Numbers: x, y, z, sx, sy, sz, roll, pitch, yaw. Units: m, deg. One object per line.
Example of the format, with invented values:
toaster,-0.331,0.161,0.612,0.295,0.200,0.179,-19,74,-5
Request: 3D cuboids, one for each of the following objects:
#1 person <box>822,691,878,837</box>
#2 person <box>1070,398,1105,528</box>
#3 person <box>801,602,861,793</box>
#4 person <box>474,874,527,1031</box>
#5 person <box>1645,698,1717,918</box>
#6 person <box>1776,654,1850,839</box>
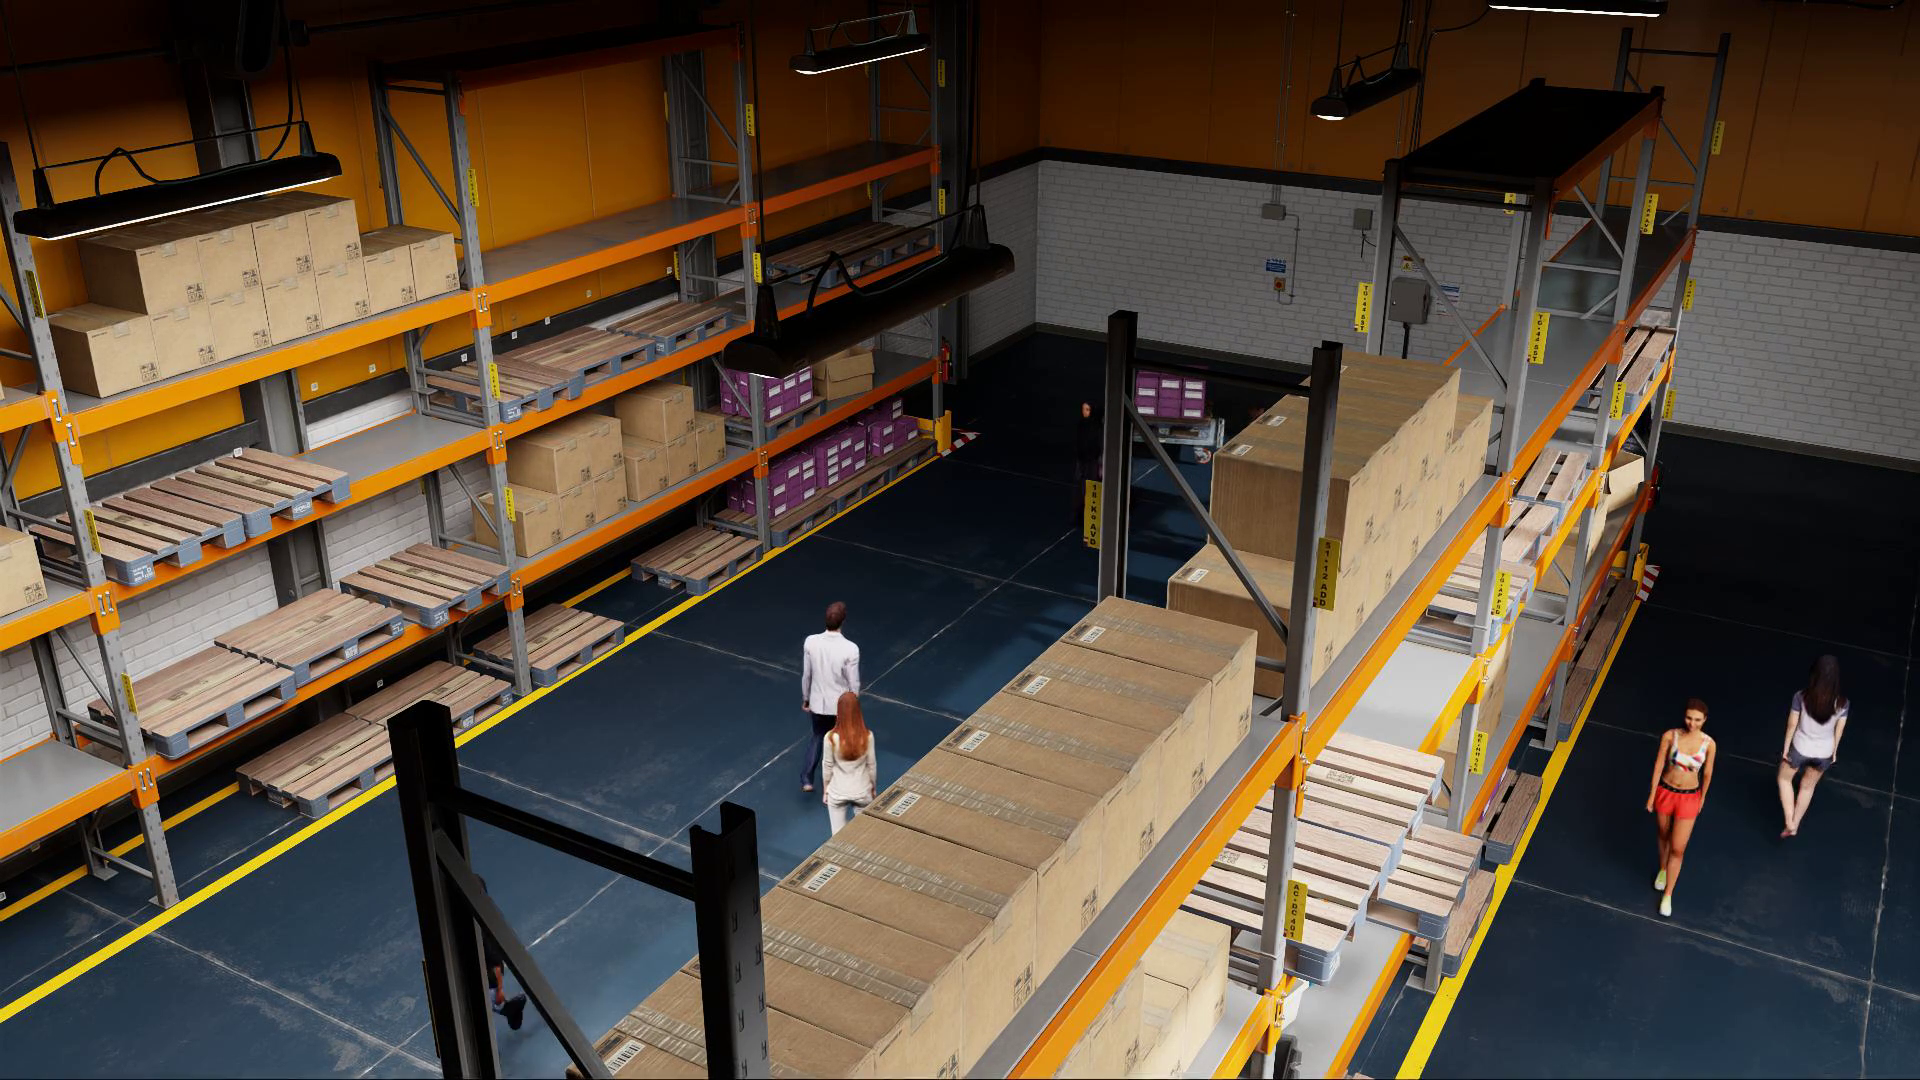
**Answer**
person,-0.871,2.003,13.185,0.676,1.708,0.722,-4,24,-10
person,1.624,-0.947,20.063,0.942,1.603,0.770,-19,30,-36
person,-1.140,1.450,14.302,0.745,1.826,0.815,7,24,15
person,-3.181,2.917,11.135,0.632,1.673,1.035,10,26,22
person,5.663,2.000,13.116,0.561,1.768,0.876,13,27,28
person,7.030,1.769,13.740,0.709,1.691,0.861,6,24,14
